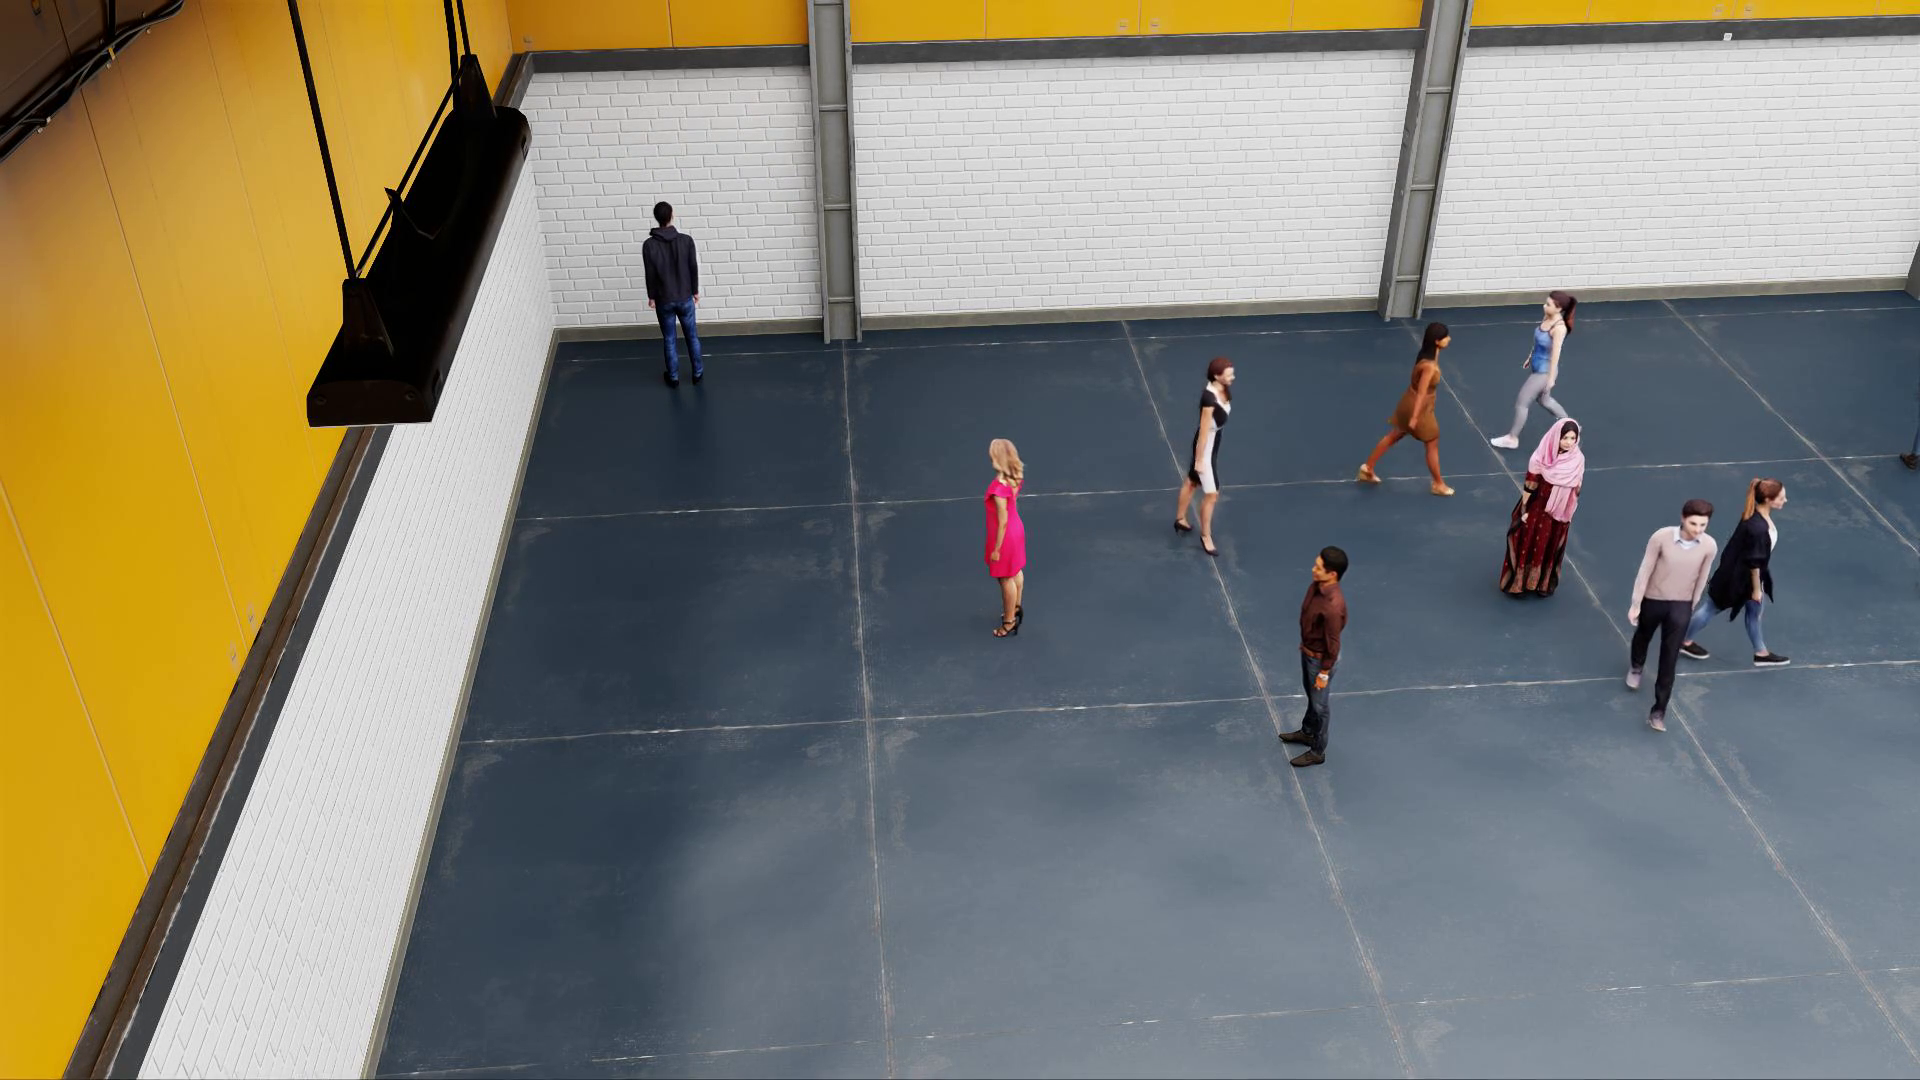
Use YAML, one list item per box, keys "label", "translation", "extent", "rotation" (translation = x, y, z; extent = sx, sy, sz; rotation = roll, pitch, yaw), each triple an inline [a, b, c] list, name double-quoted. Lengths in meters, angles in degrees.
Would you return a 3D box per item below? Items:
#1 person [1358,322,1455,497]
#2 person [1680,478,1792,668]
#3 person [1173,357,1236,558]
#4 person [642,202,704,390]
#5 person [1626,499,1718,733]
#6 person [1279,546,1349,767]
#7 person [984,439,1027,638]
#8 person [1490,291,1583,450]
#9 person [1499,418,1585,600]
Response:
- label: "person"
  translation: [3.902, -1.122, 14.505]
  extent: [1.122, 1.641, 0.763]
  rotation: [5, 34, 8]
- label: "person"
  translation: [5.732, 0.251, 12.439]
  extent: [1.137, 1.643, 0.970]
  rotation: [16, 37, 22]
- label: "person"
  translation: [2.009, -0.734, 13.799]
  extent: [0.785, 1.777, 0.749]
  rotation: [5, 34, 7]
- label: "person"
  translation: [-2.780, -2.364, 16.150]
  extent: [0.596, 1.889, 0.781]
  rotation: [-11, 35, -15]
- label: "person"
  translation: [5.110, 0.417, 12.084]
  extent: [1.189, 1.759, 1.014]
  rotation: [11, 35, 15]
- label: "person"
  translation: [2.491, 0.797, 11.493]
  extent: [0.503, 1.780, 0.642]
  rotation: [-2, 34, -3]
- label: "person"
  translation: [0.363, -0.025, 12.777]
  extent: [0.665, 1.727, 0.654]
  rotation: [11, 35, 16]
- label: "person"
  translation: [5.390, -1.534, 15.177]
  extent: [1.085, 1.584, 0.730]
  rotation: [5, 34, 7]
- label: "person"
  translation: [4.647, -0.261, 13.216]
  extent: [0.559, 1.635, 0.741]
  rotation: [0, 34, 1]
